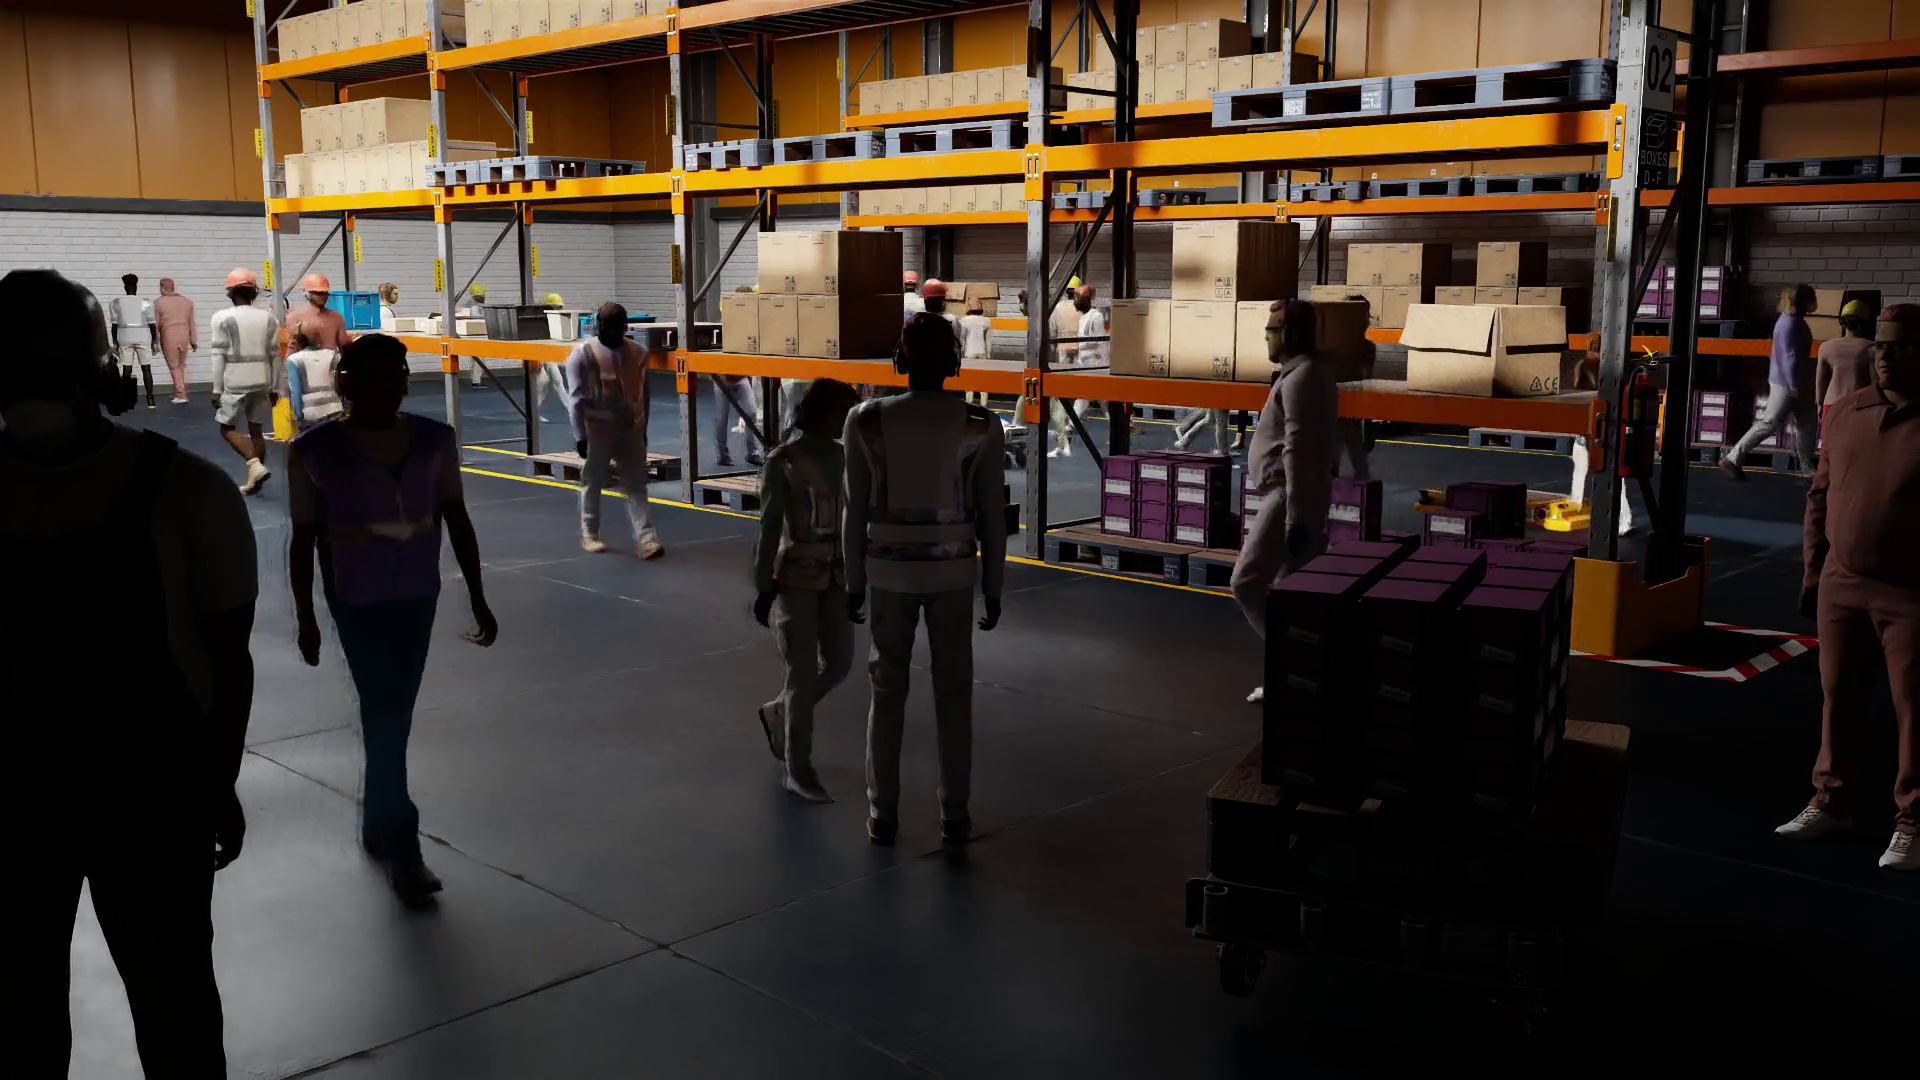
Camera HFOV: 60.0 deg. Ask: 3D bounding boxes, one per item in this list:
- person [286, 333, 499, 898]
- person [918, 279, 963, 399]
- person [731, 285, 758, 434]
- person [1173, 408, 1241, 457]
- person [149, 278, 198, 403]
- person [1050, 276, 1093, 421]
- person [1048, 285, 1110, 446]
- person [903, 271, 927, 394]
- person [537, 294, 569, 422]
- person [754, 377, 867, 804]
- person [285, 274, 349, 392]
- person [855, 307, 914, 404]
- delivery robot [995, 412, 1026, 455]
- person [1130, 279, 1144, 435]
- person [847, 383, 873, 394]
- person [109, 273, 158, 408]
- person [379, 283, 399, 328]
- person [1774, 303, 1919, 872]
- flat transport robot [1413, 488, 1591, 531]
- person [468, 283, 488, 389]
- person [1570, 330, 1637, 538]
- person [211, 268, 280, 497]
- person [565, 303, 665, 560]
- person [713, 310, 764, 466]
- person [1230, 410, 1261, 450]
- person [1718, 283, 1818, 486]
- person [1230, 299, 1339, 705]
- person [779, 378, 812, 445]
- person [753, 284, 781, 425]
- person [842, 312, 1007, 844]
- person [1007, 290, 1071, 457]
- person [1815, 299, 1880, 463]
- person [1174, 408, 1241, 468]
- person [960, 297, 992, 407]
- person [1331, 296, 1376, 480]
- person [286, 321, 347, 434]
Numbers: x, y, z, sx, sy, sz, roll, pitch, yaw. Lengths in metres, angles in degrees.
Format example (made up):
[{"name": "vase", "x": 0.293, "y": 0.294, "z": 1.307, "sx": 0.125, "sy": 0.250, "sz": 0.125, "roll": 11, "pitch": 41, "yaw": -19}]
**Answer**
[{"name": "person", "x": -1.828, "y": 0.239, "z": 5.469, "sx": 0.844, "sy": 1.809, "sz": 0.572, "roll": 8, "pitch": 12, "yaw": 40}, {"name": "person", "x": -0.240, "y": -1.531, "z": 15.941, "sx": 0.400, "sy": 1.926, "sz": 0.567, "roll": 8, "pitch": 12, "yaw": 42}, {"name": "person", "x": -2.643, "y": -2.206, "z": 20.381, "sx": 0.685, "sy": 1.824, "sz": 0.464, "roll": 7, "pitch": 11, "yaw": 35}, {"name": "person", "x": 2.698, "y": -1.839, "z": 17.893, "sx": 0.631, "sy": 1.909, "sz": 0.614, "roll": 4, "pitch": 10, "yaw": 25}, {"name": "person", "x": -11.959, "y": -3.006, "z": 25.143, "sx": 0.806, "sy": 1.876, "sz": 0.657, "roll": 6, "pitch": 11, "yaw": 31}, {"name": "person", "x": 1.488, "y": -2.536, "z": 22.106, "sx": 0.591, "sy": 1.927, "sz": 0.366, "roll": 1, "pitch": 9, "yaw": 5}, {"name": "person", "x": 1.479, "y": -1.974, "z": 18.935, "sx": 0.958, "sy": 1.831, "sz": 0.596, "roll": -1, "pitch": 9, "yaw": -8}, {"name": "person", "x": -0.669, "y": -2.673, "z": 22.741, "sx": 0.608, "sy": 1.995, "sz": 0.376, "roll": -2, "pitch": 9, "yaw": -11}, {"name": "person", "x": -5.290, "y": -2.369, "z": 21.789, "sx": 0.905, "sy": 1.691, "sz": 0.496, "roll": 1, "pitch": 9, "yaw": 7}, {"name": "person", "x": -0.636, "y": 0.171, "z": 6.488, "sx": 0.592, "sy": 1.619, "sz": 0.602, "roll": 8, "pitch": 12, "yaw": 41}, {"name": "person", "x": -6.268, "y": -1.644, "z": 16.514, "sx": 0.905, "sy": 1.960, "sz": 0.647, "roll": 7, "pitch": 12, "yaw": 36}, {"name": "person", "x": -0.731, "y": -1.463, "z": 15.215, "sx": 0.583, "sy": 2.023, "sz": 0.625, "roll": 9, "pitch": 13, "yaw": 43}, {"name": "delivery robot", "x": 0.338, "y": -1.074, "z": 17.055, "sx": 0.707, "sy": 0.478, "sz": 0.477, "roll": 8, "pitch": 12, "yaw": 41}, {"name": "person", "x": 2.043, "y": -2.262, "z": 20.393, "sx": 0.372, "sy": 1.940, "sz": 0.632, "roll": -2, "pitch": 9, "yaw": -12}, {"name": "person", "x": -1.285, "y": -2.399, "z": 21.415, "sx": 0.551, "sy": 1.893, "sz": 0.985, "roll": -6, "pitch": 11, "yaw": -31}, {"name": "person", "x": -11.945, "y": -2.872, "z": 24.078, "sx": 0.606, "sy": 1.958, "sz": 0.375, "roll": -4, "pitch": 10, "yaw": -22}, {"name": "person", "x": -7.520, "y": -2.455, "z": 21.897, "sx": 0.350, "sy": 1.839, "sz": 0.505, "roll": -4, "pitch": 10, "yaw": -22}, {"name": "person", "x": 3.159, "y": 0.155, "z": 5.673, "sx": 0.409, "sy": 1.907, "sz": 0.648, "roll": -6, "pitch": 11, "yaw": -31}, {"name": "flat transport robot", "x": 4.421, "y": -0.275, "z": 13.311, "sx": 0.652, "sy": 0.197, "sz": 1.431, "roll": -7, "pitch": 12, "yaw": -38}, {"name": "person", "x": -8.130, "y": -3.446, "z": 28.134, "sx": 0.404, "sy": 1.781, "sz": 0.731, "roll": -2, "pitch": 10, "yaw": -13}, {"name": "person", "x": 4.856, "y": -0.808, "z": 12.528, "sx": 0.530, "sy": 1.597, "sz": 0.865, "roll": 0, "pitch": 9, "yaw": 1}, {"name": "person", "x": -6.248, "y": -1.364, "z": 14.601, "sx": 0.525, "sy": 2.031, "sz": 0.641, "roll": 7, "pitch": 11, "yaw": 36}, {"name": "person", "x": -2.431, "y": -0.756, "z": 11.632, "sx": 0.647, "sy": 1.786, "sz": 0.971, "roll": -6, "pitch": 11, "yaw": -34}, {"name": "person", "x": -2.276, "y": -1.599, "z": 16.937, "sx": 0.527, "sy": 1.740, "sz": 0.698, "roll": -7, "pitch": 12, "yaw": -38}, {"name": "person", "x": 3.274, "y": -1.840, "z": 18.542, "sx": 0.533, "sy": 1.697, "sz": 0.319, "roll": 5, "pitch": 11, "yaw": 29}, {"name": "person", "x": 7.697, "y": -1.452, "z": 15.570, "sx": 0.982, "sy": 1.908, "sz": 0.627, "roll": 8, "pitch": 12, "yaw": 40}, {"name": "person", "x": 1.485, "y": -0.162, "z": 7.679, "sx": 0.480, "sy": 1.882, "sz": 0.671, "roll": 3, "pitch": 10, "yaw": 16}, {"name": "person", "x": -1.775, "y": -1.656, "z": 17.830, "sx": 0.923, "sy": 1.563, "sz": 0.504, "roll": 9, "pitch": 13, "yaw": 44}, {"name": "person", "x": -2.543, "y": -2.402, "z": 21.597, "sx": 0.586, "sy": 1.827, "sz": 0.404, "roll": -9, "pitch": 13, "yaw": -44}, {"name": "person", "x": -0.126, "y": 0.145, "z": 5.849, "sx": 0.578, "sy": 1.878, "sz": 0.347, "roll": 0, "pitch": 9, "yaw": 1}, {"name": "person", "x": 0.787, "y": -1.791, "z": 17.928, "sx": 1.020, "sy": 1.799, "sz": 0.490, "roll": 5, "pitch": 11, "yaw": 29}, {"name": "person", "x": 7.362, "y": -1.099, "z": 13.785, "sx": 0.305, "sy": 1.772, "sz": 0.525, "roll": -9, "pitch": 13, "yaw": -43}, {"name": "person", "x": 2.542, "y": -1.543, "z": 17.058, "sx": 0.734, "sy": 1.603, "sz": 0.496, "roll": 5, "pitch": 11, "yaw": 30}, {"name": "person", "x": 0.210, "y": -2.576, "z": 23.272, "sx": 0.499, "sy": 1.627, "sz": 0.270, "roll": -4, "pitch": 10, "yaw": -26}, {"name": "person", "x": 2.705, "y": -0.783, "z": 11.658, "sx": 0.533, "sy": 1.841, "sz": 0.425, "roll": -5, "pitch": 11, "yaw": -30}, {"name": "person", "x": -5.419, "y": -1.056, "z": 14.066, "sx": 0.530, "sy": 1.575, "sz": 0.862, "roll": -8, "pitch": 12, "yaw": -39}]
